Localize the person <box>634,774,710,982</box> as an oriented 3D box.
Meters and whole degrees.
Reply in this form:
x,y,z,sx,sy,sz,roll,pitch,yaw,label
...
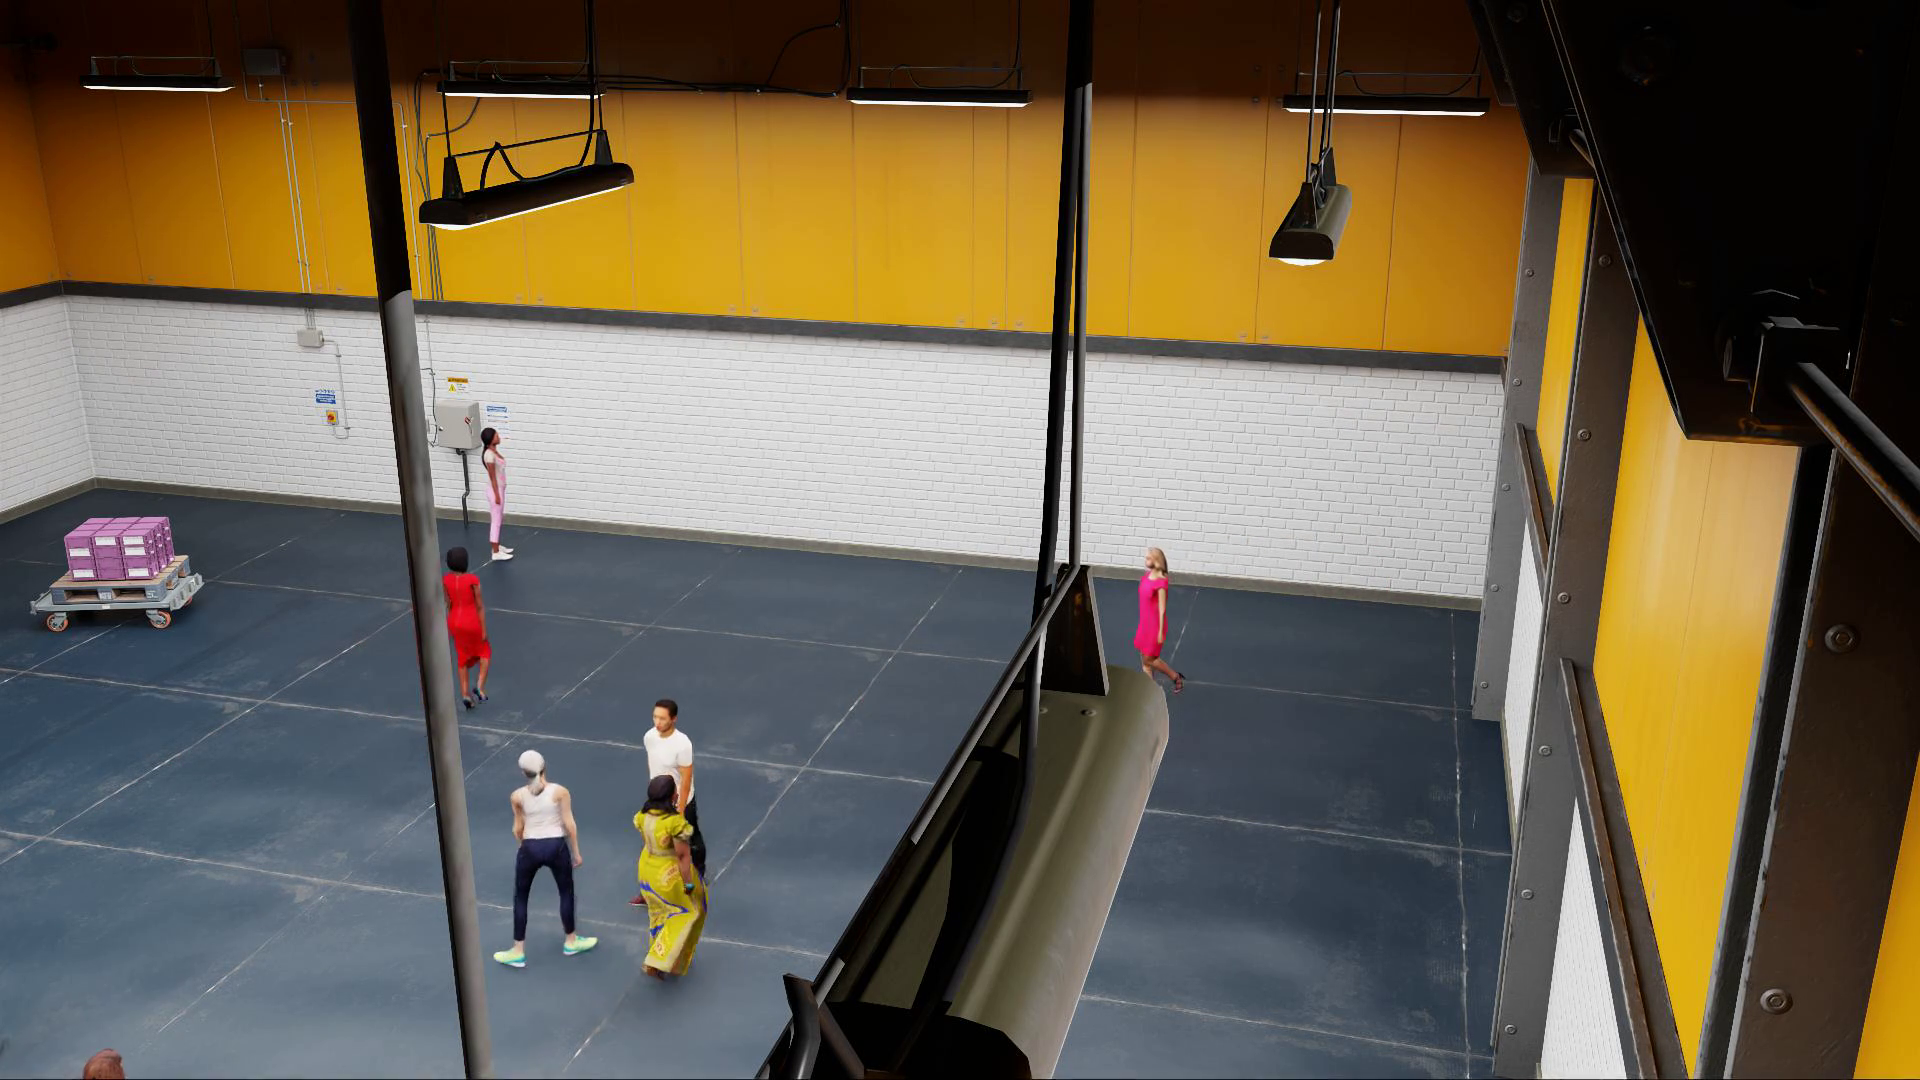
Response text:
x,y,z,sx,sy,sz,roll,pitch,yaw,label
-2.196,2.522,12.174,0.883,1.638,1.019,13,22,33,person

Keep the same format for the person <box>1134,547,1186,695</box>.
x,y,z,sx,sy,sz,roll,pitch,yaw,label
2.045,0.877,16.939,0.852,1.714,0.848,-5,19,-15,person

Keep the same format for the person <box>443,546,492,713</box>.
x,y,z,sx,sy,sz,roll,pitch,yaw,label
-5.010,0.927,16.768,0.606,1.728,0.639,4,19,11,person

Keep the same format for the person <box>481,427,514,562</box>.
x,y,z,sx,sy,sz,roll,pitch,yaw,label
-5.950,-0.605,21.298,0.704,1.740,0.579,-3,19,-9,person

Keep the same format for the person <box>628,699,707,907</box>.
x,y,z,sx,sy,sz,roll,pitch,yaw,label
-2.246,2.048,13.383,0.784,1.764,1.115,10,21,26,person

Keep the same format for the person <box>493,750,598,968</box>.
x,y,z,sx,sy,sz,roll,pitch,yaw,label
-3.075,2.380,12.517,1.012,1.688,0.904,2,19,5,person
